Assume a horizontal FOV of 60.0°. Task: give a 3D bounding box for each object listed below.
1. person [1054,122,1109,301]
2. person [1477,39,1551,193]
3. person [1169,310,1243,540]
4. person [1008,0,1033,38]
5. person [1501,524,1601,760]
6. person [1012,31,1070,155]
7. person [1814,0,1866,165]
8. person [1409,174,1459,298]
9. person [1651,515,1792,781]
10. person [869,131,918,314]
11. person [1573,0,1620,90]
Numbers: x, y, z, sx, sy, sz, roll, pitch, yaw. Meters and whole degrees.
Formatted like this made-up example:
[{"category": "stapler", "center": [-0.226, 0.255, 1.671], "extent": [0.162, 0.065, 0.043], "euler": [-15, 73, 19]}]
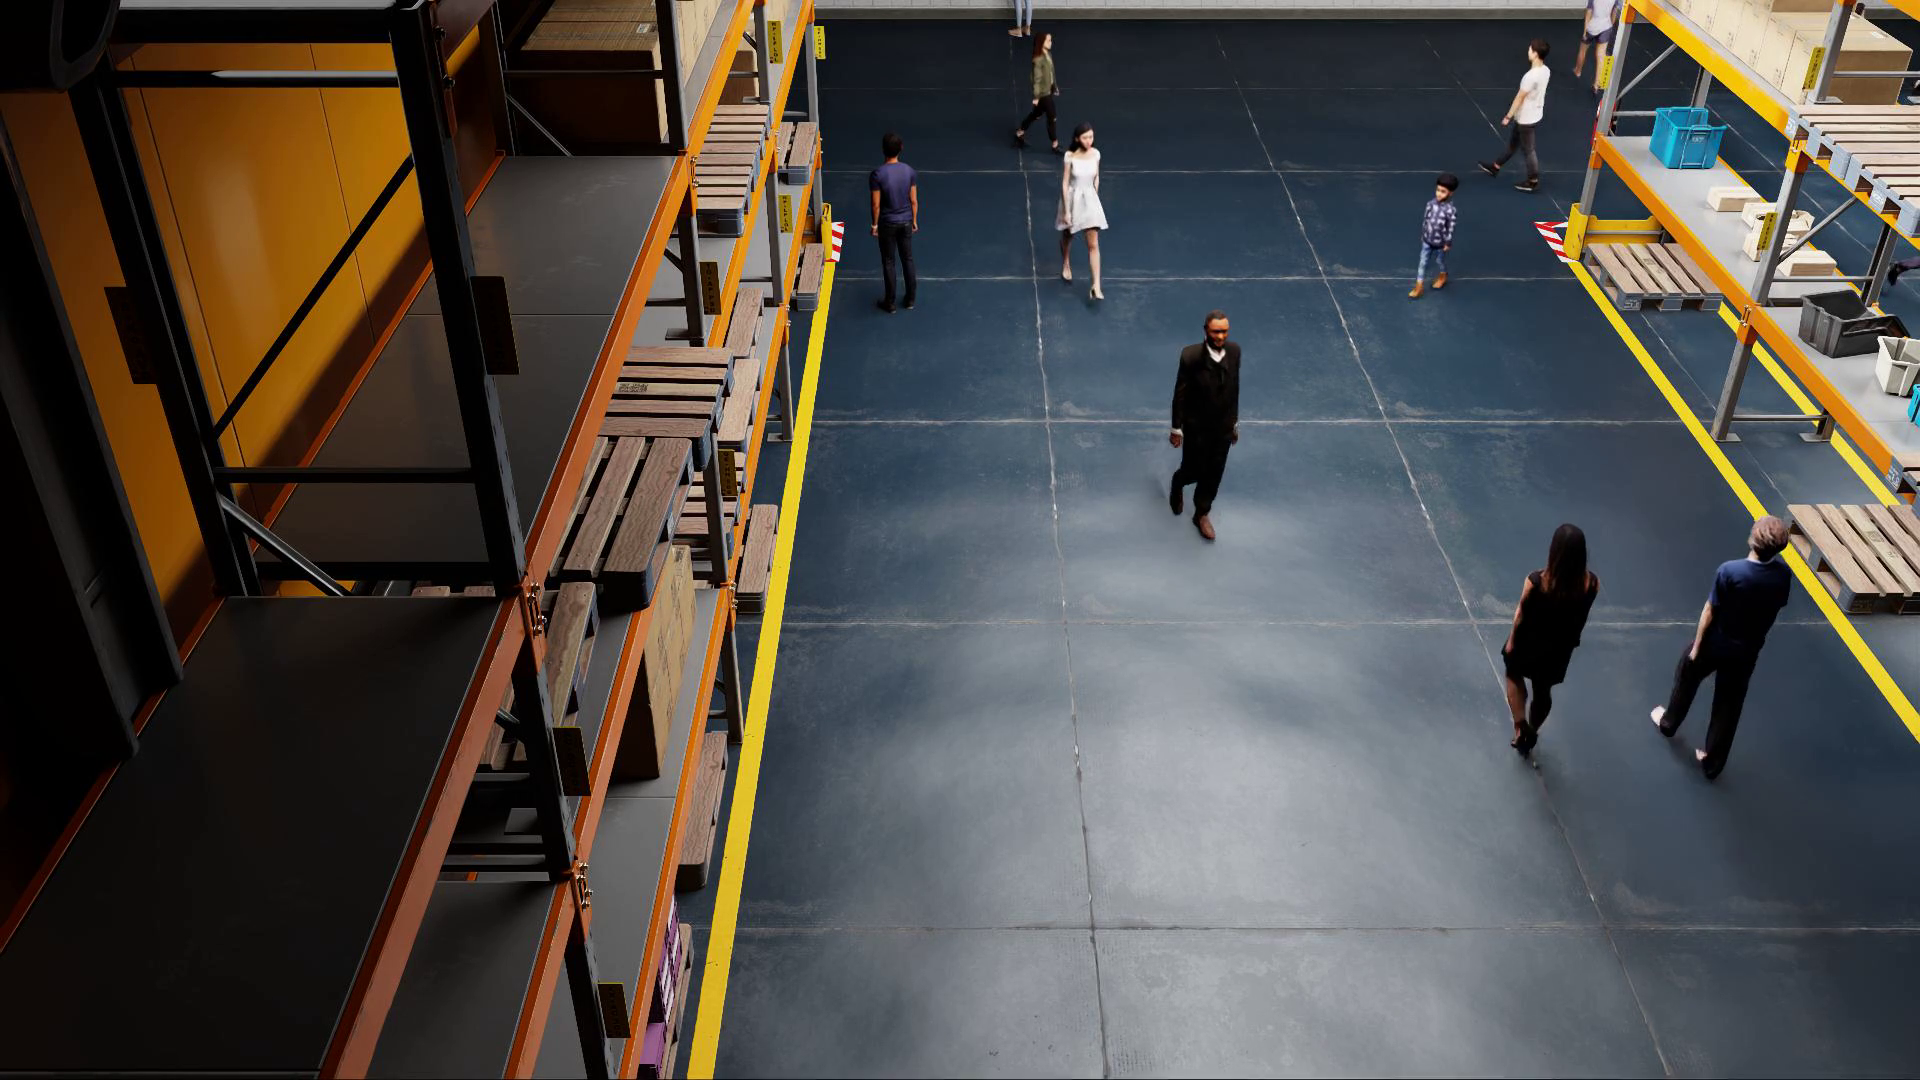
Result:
[{"category": "person", "center": [1.133, -3.301, 16.542], "extent": [0.843, 1.725, 1.251], "euler": [-9, 35, -13]}, {"category": "person", "center": [6.487, -4.757, 18.767], "extent": [1.041, 1.687, 1.060], "euler": [21, 39, 29]}, {"category": "person", "center": [1.881, -0.943, 12.844], "extent": [0.818, 1.893, 0.939], "euler": [-9, 35, -13]}, {"category": "person", "center": [0.881, -8.105, 23.706], "extent": [0.668, 1.796, 0.688], "euler": [-20, 39, -27]}, {"category": "person", "center": [3.720, 0.717, 10.514], "extent": [0.673, 1.707, 0.663], "euler": [-1, 34, -2]}, {"category": "person", "center": [0.930, -5.348, 19.874], "extent": [0.808, 1.446, 0.979], "euler": [9, 35, 13]}, {"category": "person", "center": [10.257, -5.359, 19.512], "extent": [0.813, 1.865, 0.663], "euler": [-14, 36, -20]}, {"category": "person", "center": [4.793, -3.048, 16.610], "extent": [0.809, 1.229, 0.891], "euler": [26, 42, 34]}, {"category": "person", "center": [4.840, 0.719, 10.387], "extent": [0.677, 1.845, 0.893], "euler": [1, 34, 1]}, {"category": "person", "center": [-0.631, -3.078, 16.145], "extent": [0.705, 1.793, 0.663], "euler": [-12, 36, -18]}, {"category": "person", "center": [8.381, -6.673, 21.802], "extent": [0.642, 1.517, 1.071], "euler": [4, 34, 5]}]
